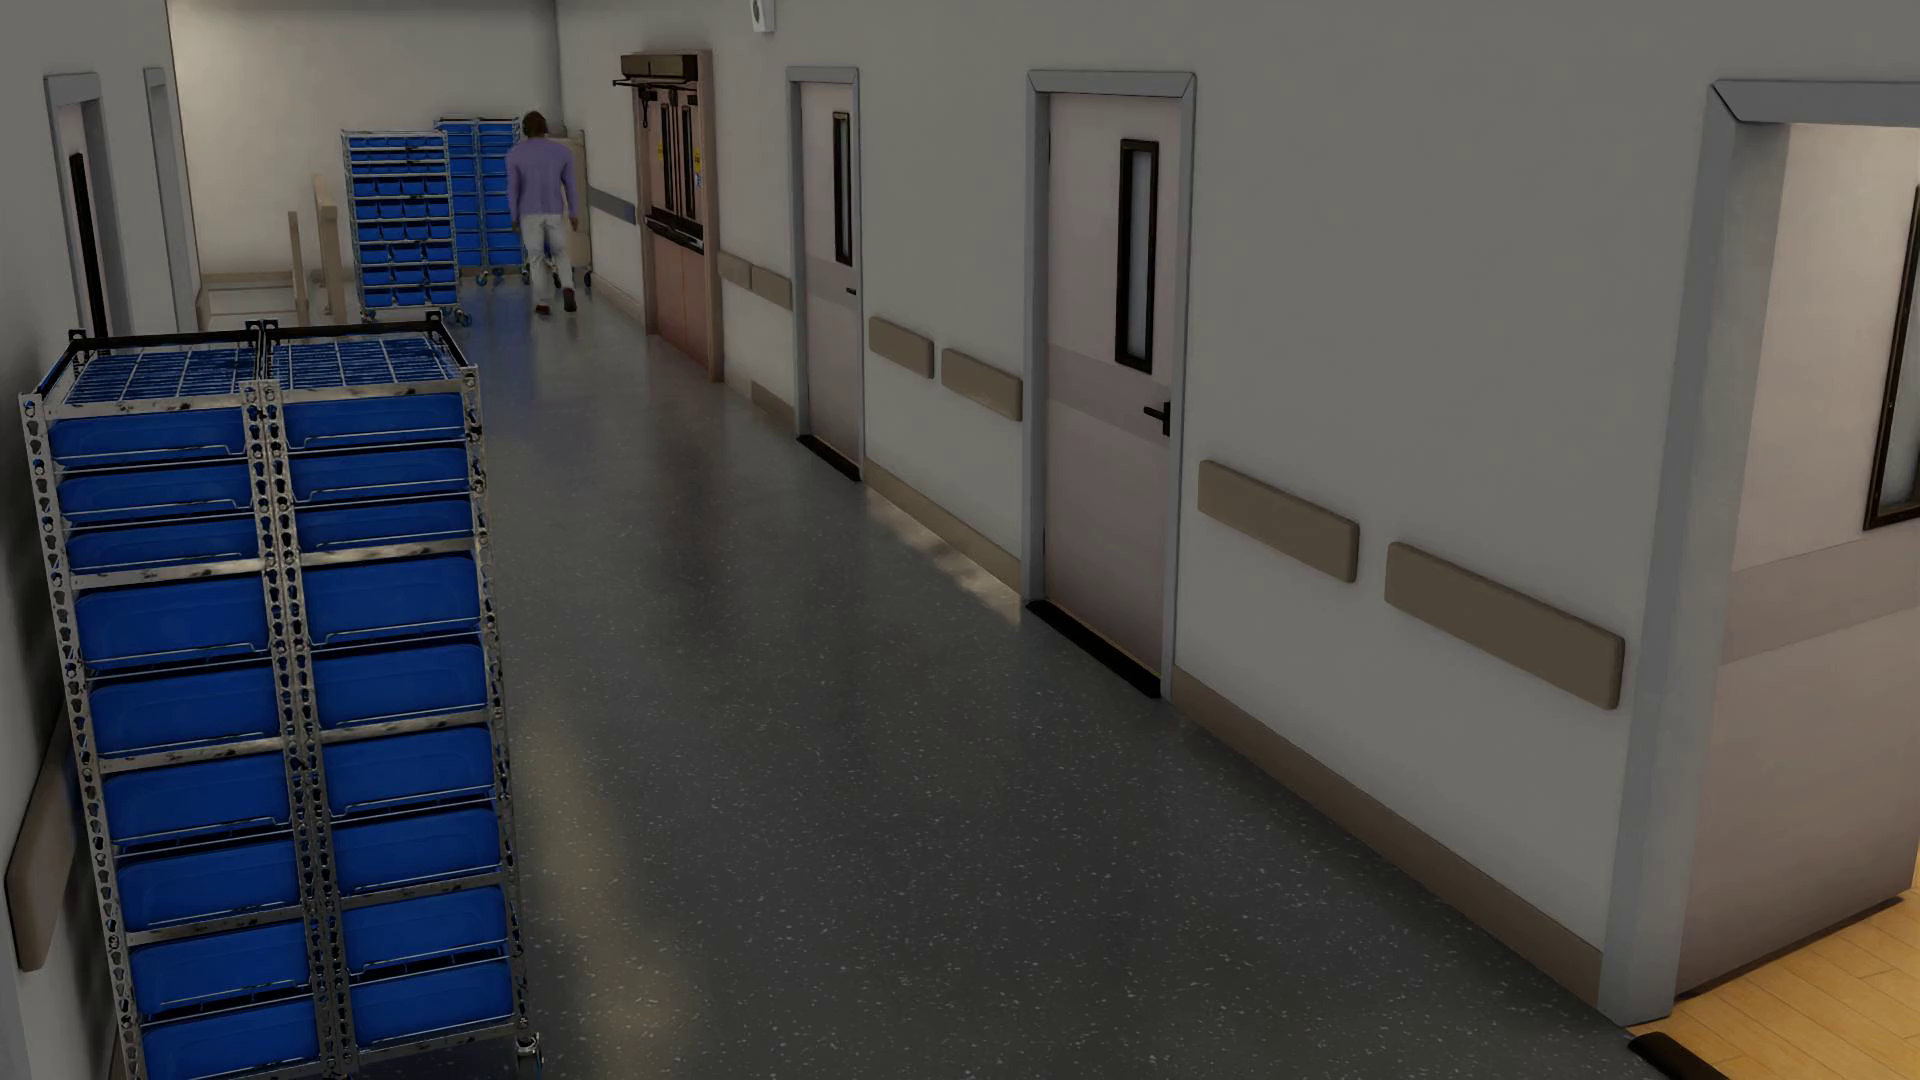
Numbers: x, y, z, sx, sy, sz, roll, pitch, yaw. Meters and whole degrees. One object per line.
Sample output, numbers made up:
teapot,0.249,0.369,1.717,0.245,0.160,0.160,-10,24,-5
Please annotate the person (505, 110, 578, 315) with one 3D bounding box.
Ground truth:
person,-3.934,-3.068,15.697,0.639,1.917,0.490,-9,18,-27
